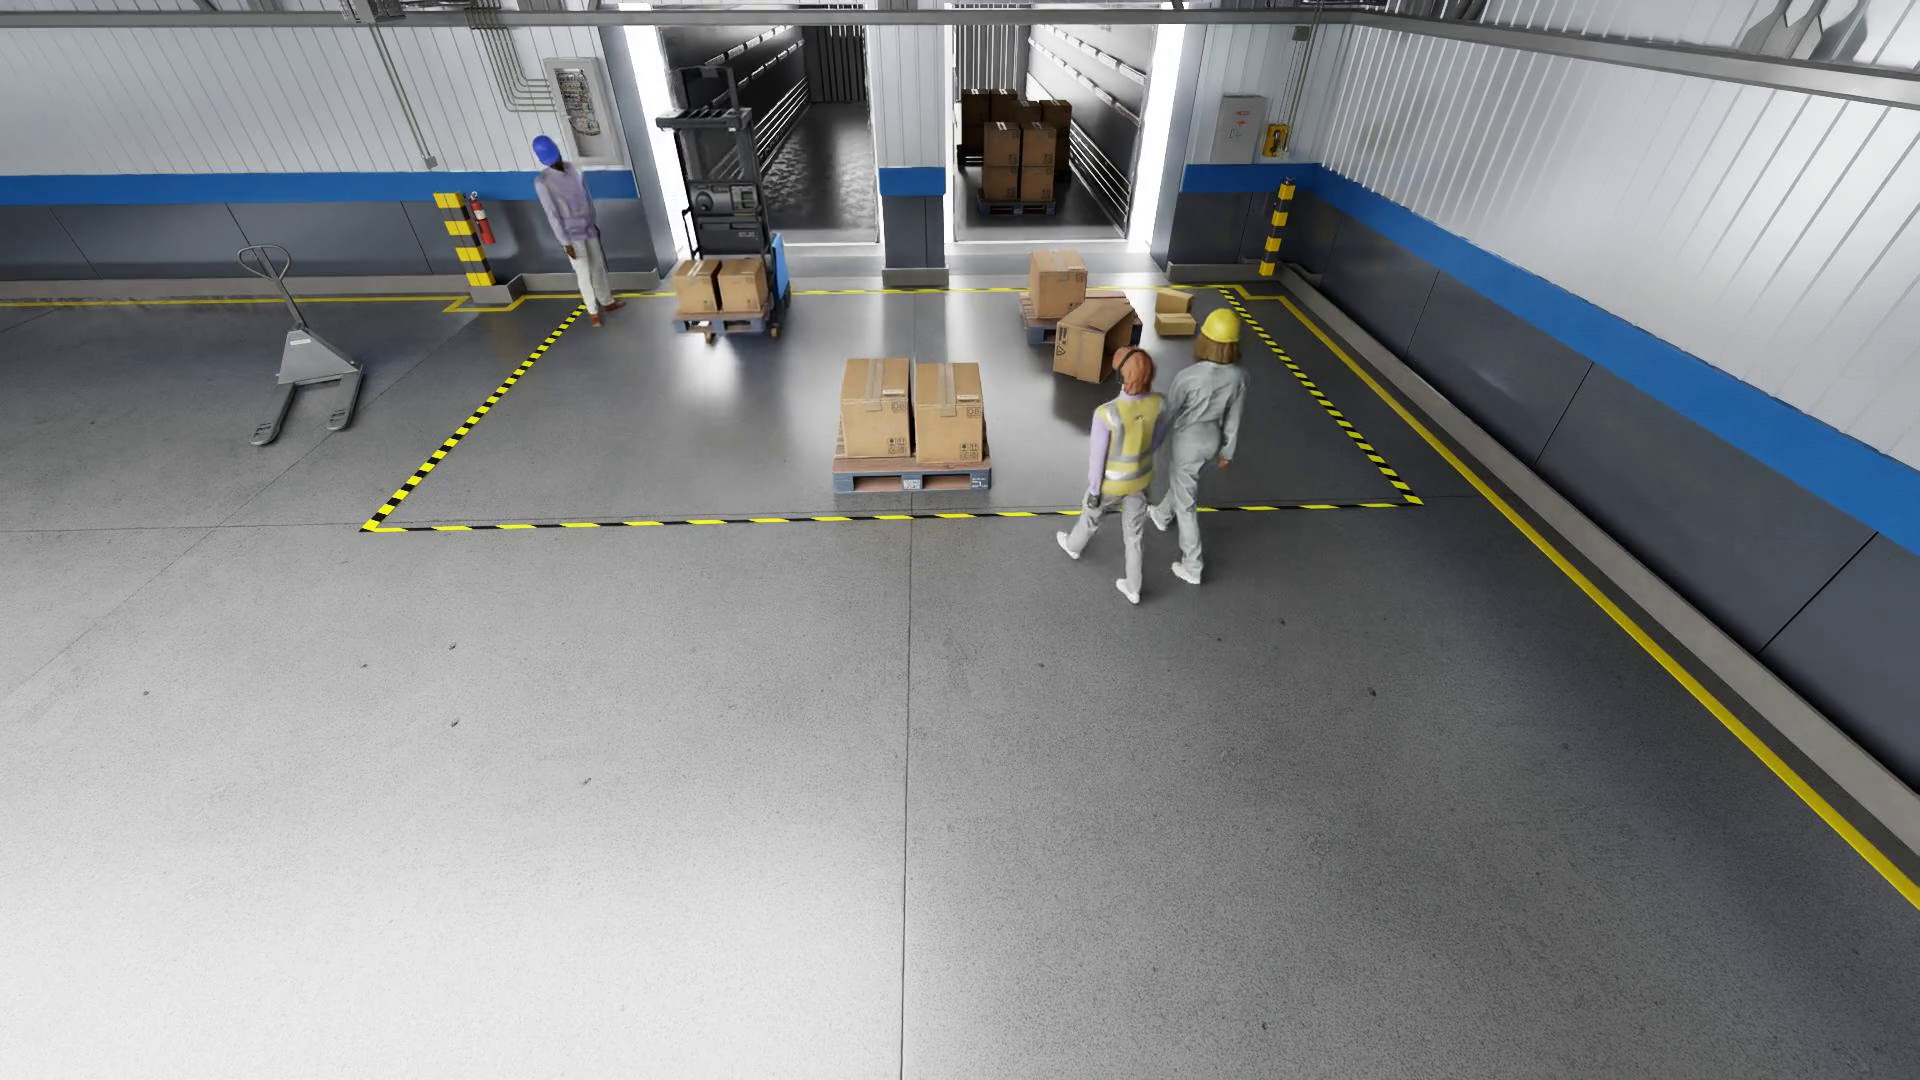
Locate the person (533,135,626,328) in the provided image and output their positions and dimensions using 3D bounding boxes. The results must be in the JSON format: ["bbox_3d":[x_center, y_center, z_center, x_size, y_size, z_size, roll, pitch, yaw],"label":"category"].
[{"bbox_3d":[-3.990,-3.253,7.763,0.393,1.901,0.766,11,40,13],"label":"person"}]

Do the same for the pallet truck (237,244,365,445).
[{"bbox_3d":[-5.915,-1.733,6.366,0.680,1.201,1.601,-18,42,-21],"label":"pallet truck"}]

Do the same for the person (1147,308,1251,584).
[{"bbox_3d":[1.448,-0.602,4.570,0.492,1.691,0.888,-12,40,-15],"label":"person"}]

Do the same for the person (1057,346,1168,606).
[{"bbox_3d":[0.930,-0.408,4.406,0.530,1.597,0.785,-15,41,-18],"label":"person"}]

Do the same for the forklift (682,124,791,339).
[{"bbox_3d":[-2.367,-3.442,7.876,0.716,2.013,0.776,-2,39,-2],"label":"forklift"}]
